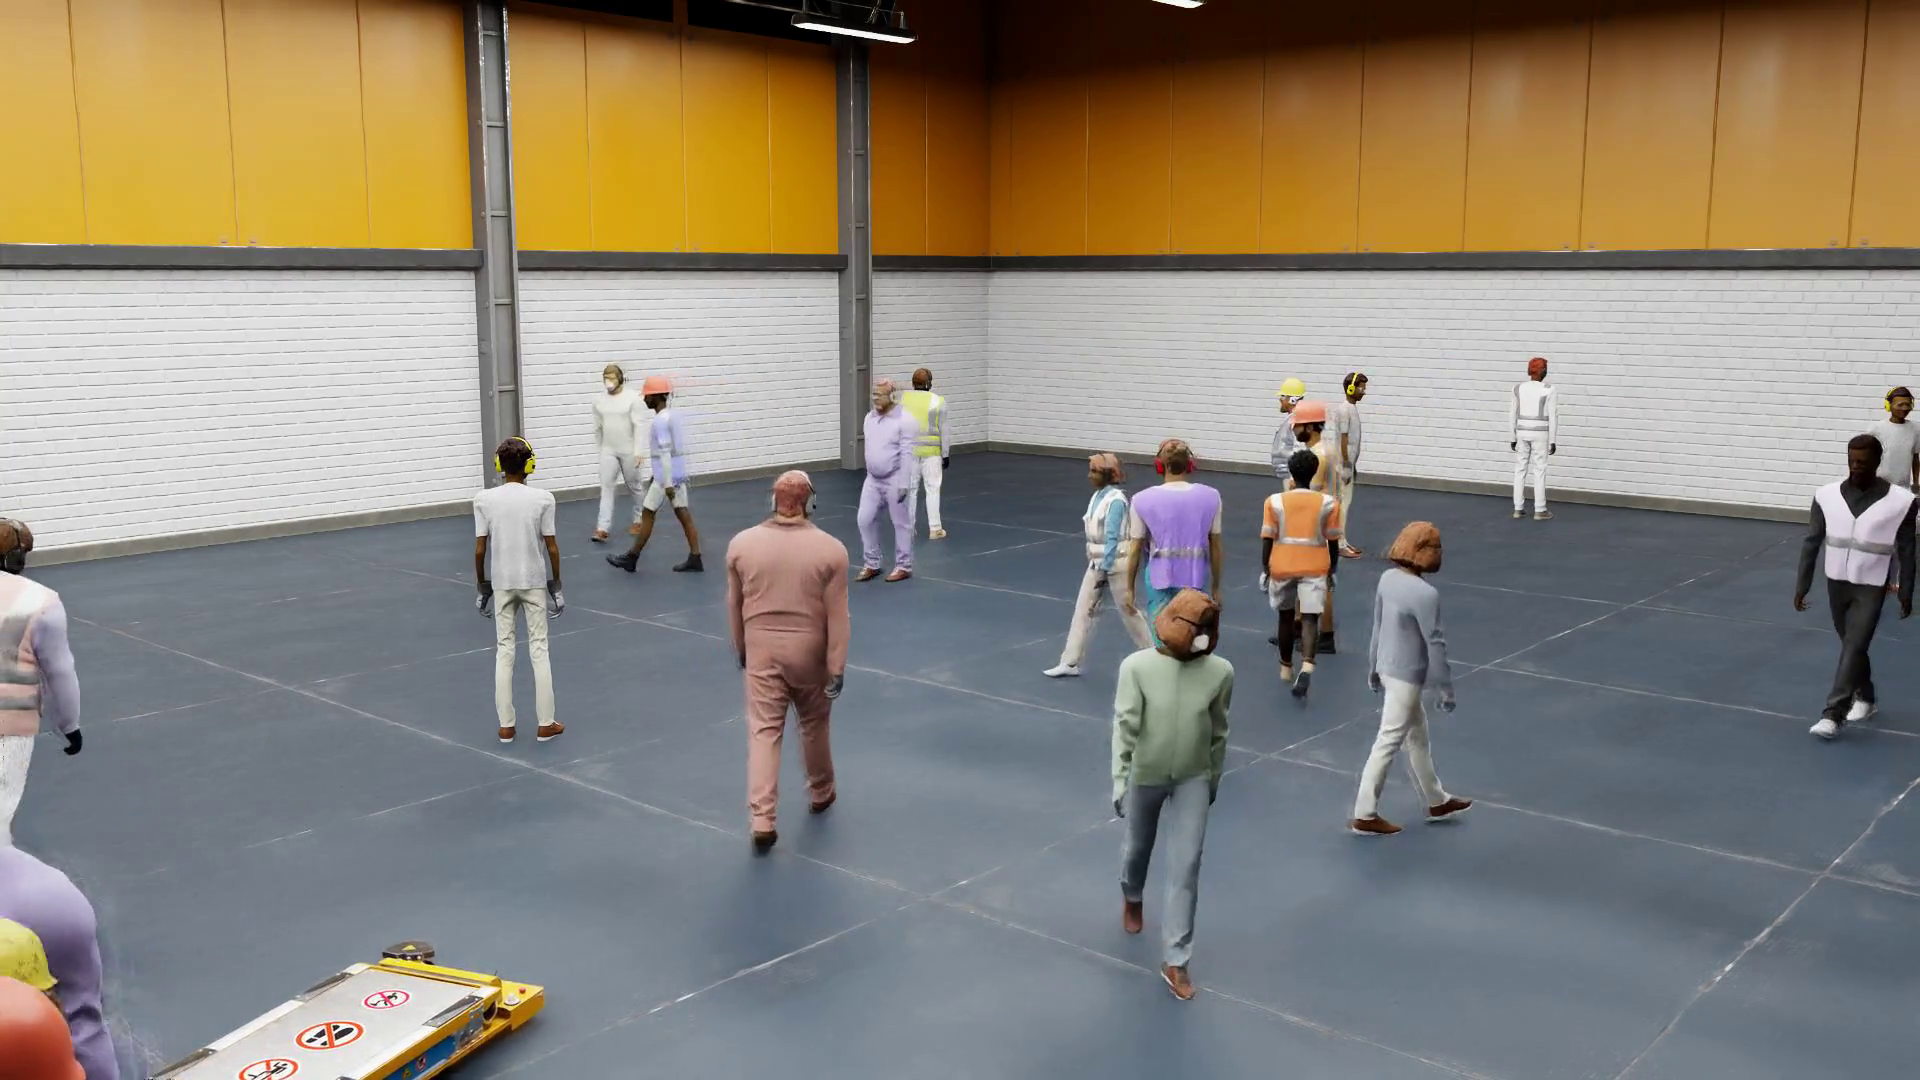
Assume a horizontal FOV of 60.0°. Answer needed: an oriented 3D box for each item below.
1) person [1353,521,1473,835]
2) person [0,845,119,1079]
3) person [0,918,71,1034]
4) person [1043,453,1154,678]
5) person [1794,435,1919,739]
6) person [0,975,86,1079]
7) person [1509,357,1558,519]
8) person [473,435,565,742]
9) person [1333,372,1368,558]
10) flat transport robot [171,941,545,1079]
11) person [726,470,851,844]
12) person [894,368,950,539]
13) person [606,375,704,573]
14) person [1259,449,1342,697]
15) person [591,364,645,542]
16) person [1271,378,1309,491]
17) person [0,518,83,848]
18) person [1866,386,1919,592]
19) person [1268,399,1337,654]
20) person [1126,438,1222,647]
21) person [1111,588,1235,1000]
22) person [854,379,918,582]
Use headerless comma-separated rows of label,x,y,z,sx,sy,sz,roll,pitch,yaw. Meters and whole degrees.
person,2.351,0.702,8.407,0.787,1.596,0.532,-2,9,-10
person,-2.180,1.335,3.492,0.691,1.908,0.853,3,9,15
person,-1.712,1.523,2.900,0.512,1.717,0.469,6,11,33
person,1.051,0.186,11.678,0.849,1.599,0.522,-3,10,-19
person,5.542,0.272,10.318,1.027,1.859,0.605,-8,12,-41
person,-1.270,1.513,2.280,0.546,1.939,0.375,7,11,37
person,6.676,-1.181,19.367,0.360,1.882,0.575,-9,13,-44
person,-2.678,0.300,10.116,0.532,1.868,0.310,-1,9,-4
person,3.927,-0.755,16.754,0.329,1.865,0.511,3,9,17
flat transport robot,-2.144,1.782,5.808,0.652,0.197,1.431,3,10,20
person,-0.866,0.575,8.446,0.643,1.863,0.978,1,9,4
person,-0.402,-0.930,17.918,0.633,1.842,0.429,3,9,16
person,-2.899,-0.616,15.810,0.978,1.884,0.554,1,9,9
person,2.303,0.222,11.266,0.543,1.665,0.795,2,9,13
person,-3.656,-0.938,17.846,0.647,1.885,1.021,2,9,12
person,3.249,-0.669,16.306,0.404,1.835,0.588,1,9,8
person,-4.186,0.805,7.233,0.639,1.778,0.885,0,9,-3
person,8.290,-0.440,14.809,0.515,1.863,0.350,0,9,2
person,2.547,-0.090,12.438,0.655,1.916,0.546,2,9,11
person,1.314,0.283,10.314,0.595,1.831,0.531,-1,9,-9
person,0.852,0.960,6.822,0.518,1.592,0.841,0,9,-2
person,-0.703,-0.532,15.276,0.649,1.884,0.663,6,11,35
